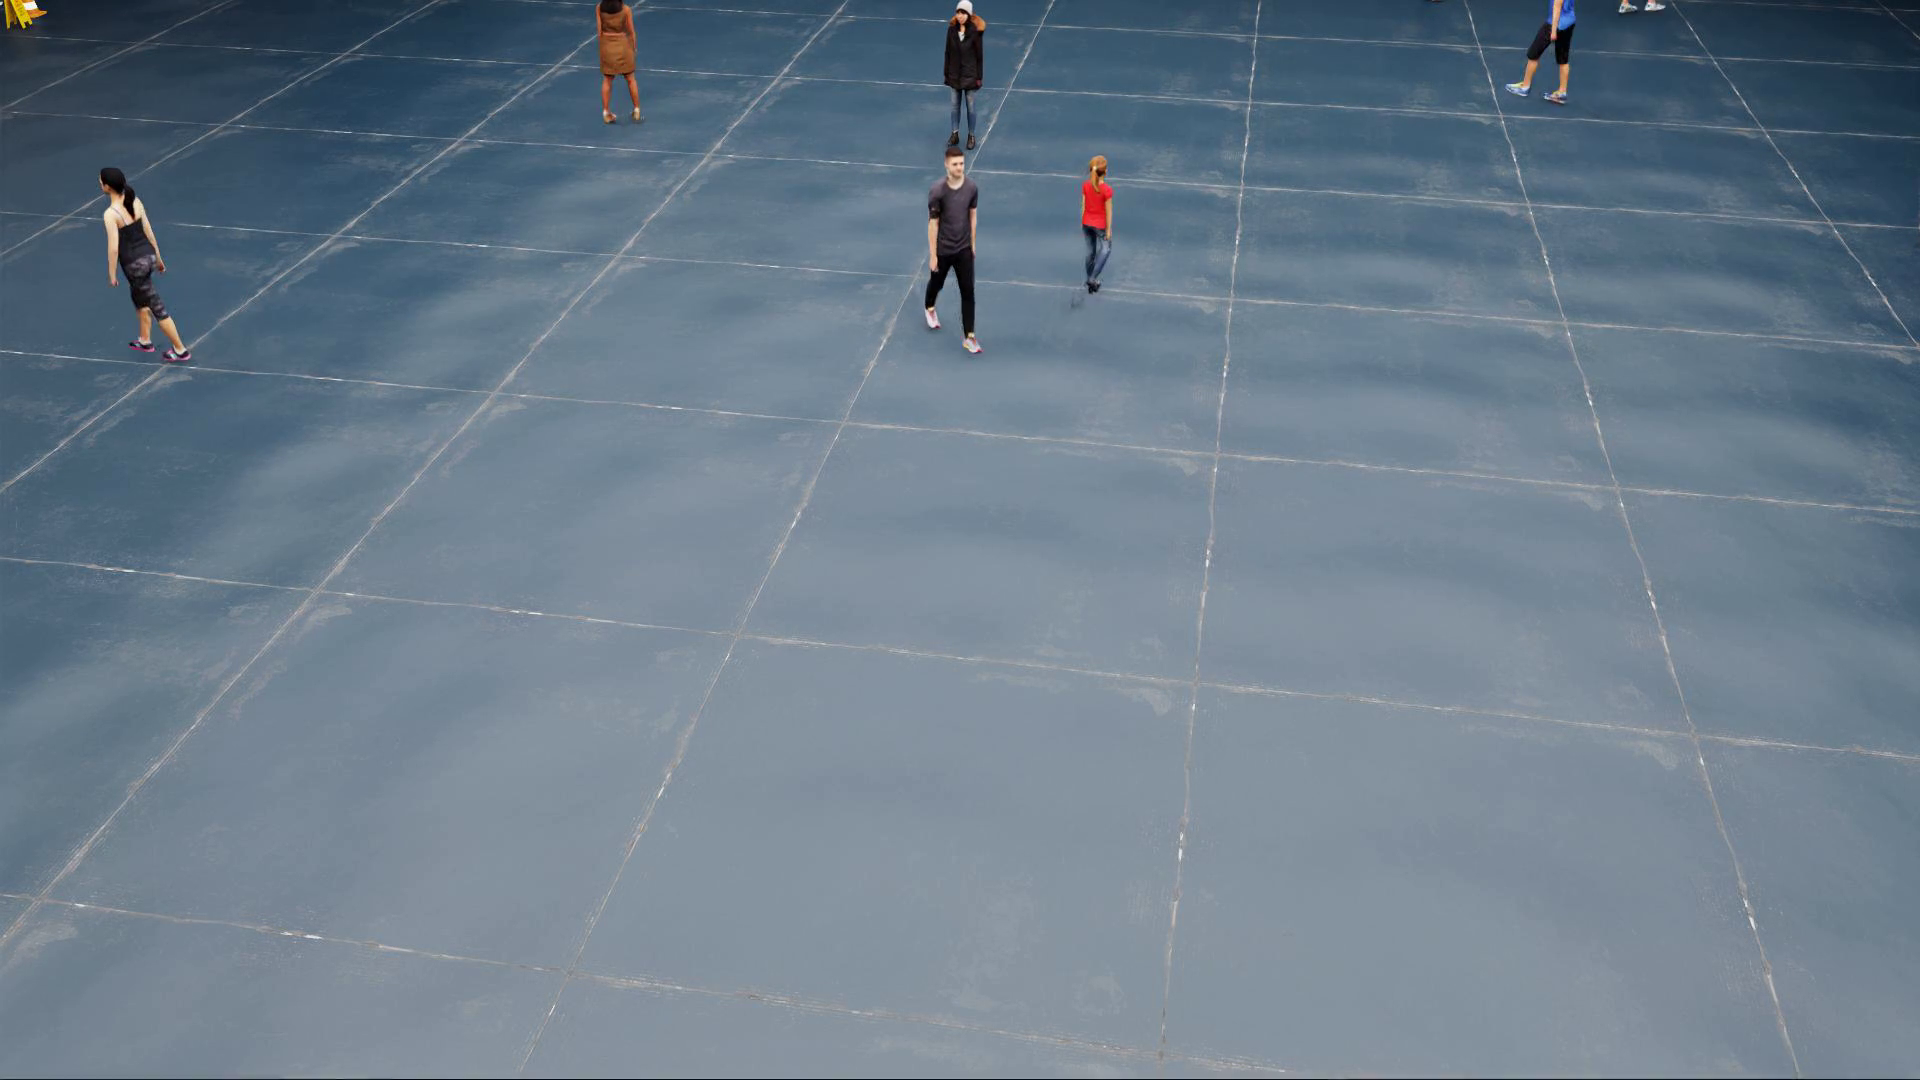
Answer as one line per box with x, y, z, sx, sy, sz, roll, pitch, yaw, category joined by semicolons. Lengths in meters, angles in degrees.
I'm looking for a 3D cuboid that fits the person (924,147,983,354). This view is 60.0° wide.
-0.114;-2.533;14.339;1.198;1.725;1.139;-13;35;-20;person

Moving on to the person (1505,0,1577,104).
7.291;-6.164;19.986;0.945;1.841;1.080;-28;42;-36;person

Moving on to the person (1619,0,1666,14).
9.652;-8.361;23.480;1.066;1.829;0.970;-14;35;-22;person

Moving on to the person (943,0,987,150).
0.041;-5.242;18.720;0.586;1.633;0.722;10;34;15;person

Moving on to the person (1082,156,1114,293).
1.223;-2.872;15.272;0.622;1.302;0.646;18;36;26;person

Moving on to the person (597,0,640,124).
-3.967;-5.683;19.392;0.582;1.662;0.693;-4;32;-6;person

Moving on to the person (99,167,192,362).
-6.794;-2.276;13.943;0.844;1.713;0.611;7;33;11;person
